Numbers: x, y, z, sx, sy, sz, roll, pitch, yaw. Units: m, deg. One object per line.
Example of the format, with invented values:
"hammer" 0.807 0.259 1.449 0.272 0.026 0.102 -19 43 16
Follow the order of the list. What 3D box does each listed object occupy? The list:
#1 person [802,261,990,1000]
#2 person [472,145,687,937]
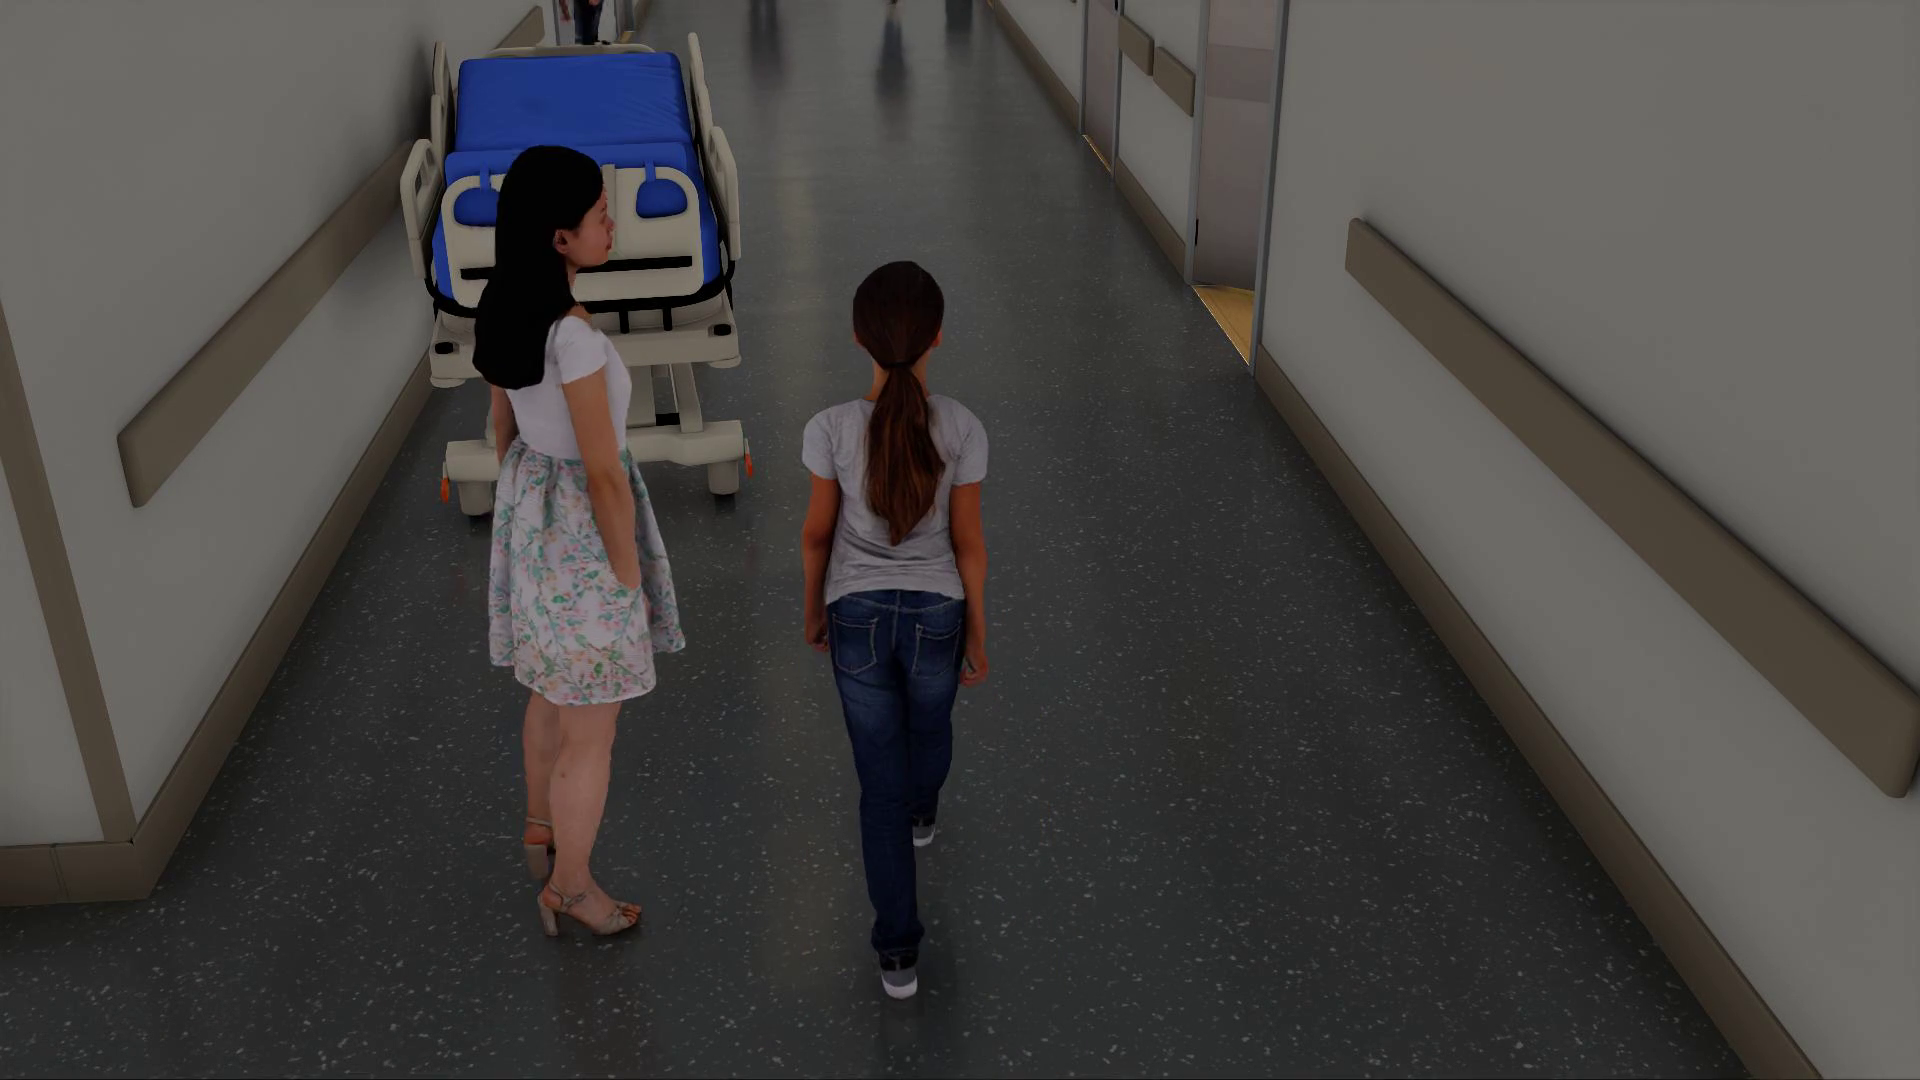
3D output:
"person" -0.131 0.221 3.457 0.975 1.517 0.625 -1 26 -3
"person" -0.828 0.053 3.522 0.824 1.763 0.807 -23 34 -39
